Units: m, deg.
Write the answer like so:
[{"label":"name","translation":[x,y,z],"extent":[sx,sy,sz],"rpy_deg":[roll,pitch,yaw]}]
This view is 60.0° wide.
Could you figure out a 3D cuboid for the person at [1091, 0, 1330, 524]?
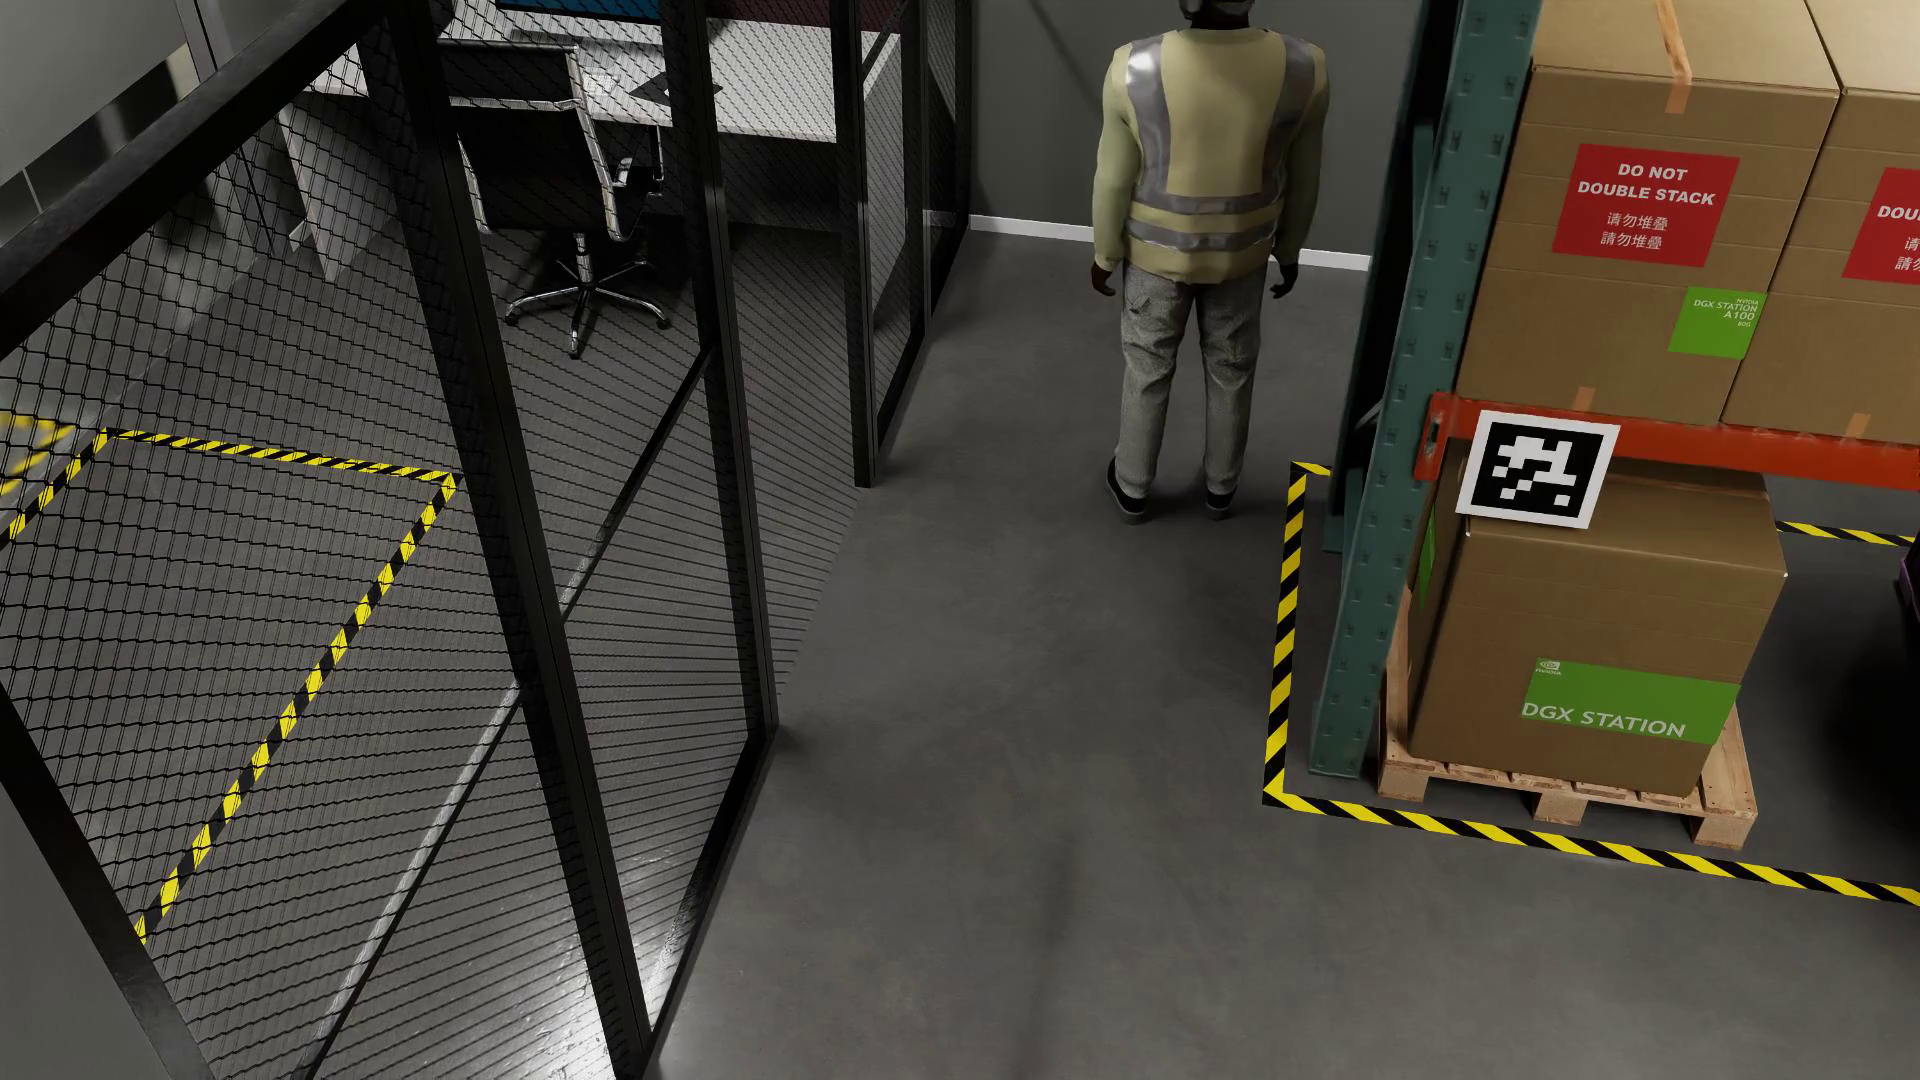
[{"label":"person","translation":[0.648,-0.823,4.521],"extent":[0.600,1.836,0.404],"rpy_deg":[-1,41,-1]}]
